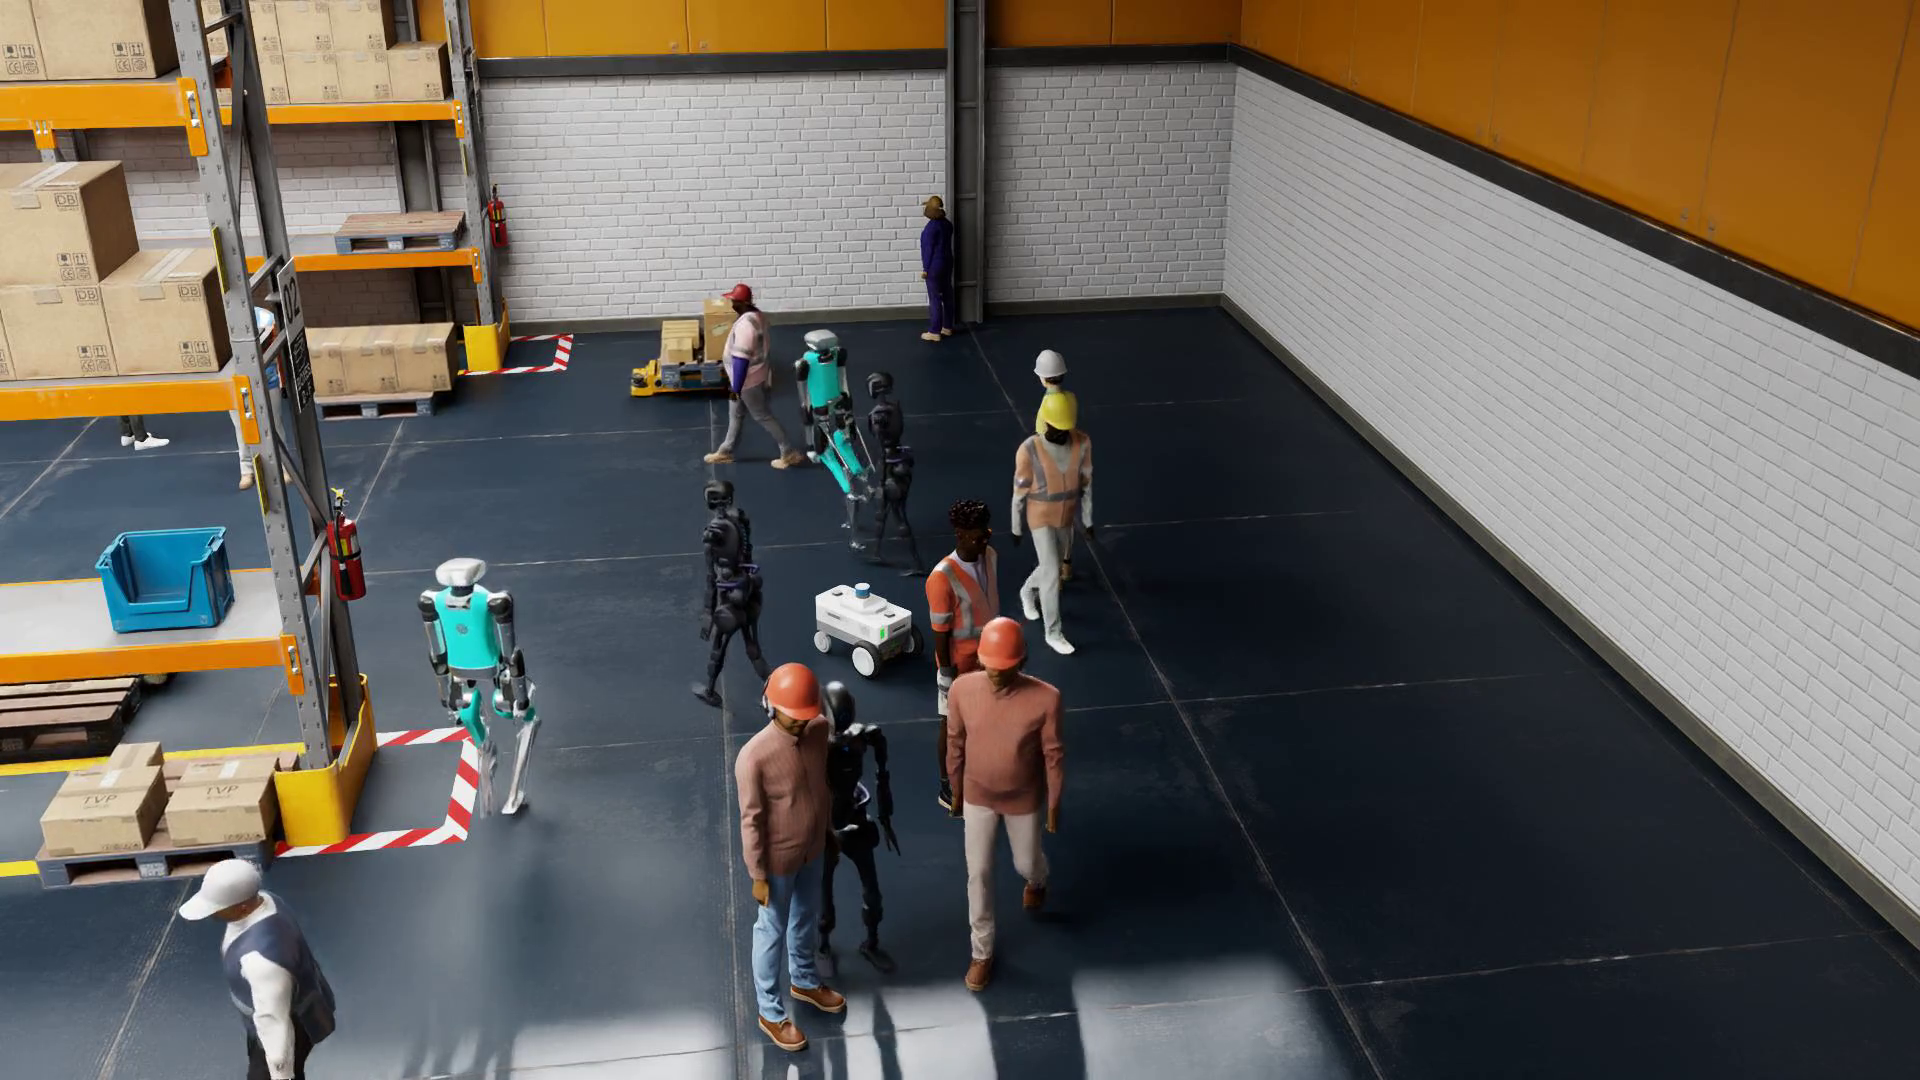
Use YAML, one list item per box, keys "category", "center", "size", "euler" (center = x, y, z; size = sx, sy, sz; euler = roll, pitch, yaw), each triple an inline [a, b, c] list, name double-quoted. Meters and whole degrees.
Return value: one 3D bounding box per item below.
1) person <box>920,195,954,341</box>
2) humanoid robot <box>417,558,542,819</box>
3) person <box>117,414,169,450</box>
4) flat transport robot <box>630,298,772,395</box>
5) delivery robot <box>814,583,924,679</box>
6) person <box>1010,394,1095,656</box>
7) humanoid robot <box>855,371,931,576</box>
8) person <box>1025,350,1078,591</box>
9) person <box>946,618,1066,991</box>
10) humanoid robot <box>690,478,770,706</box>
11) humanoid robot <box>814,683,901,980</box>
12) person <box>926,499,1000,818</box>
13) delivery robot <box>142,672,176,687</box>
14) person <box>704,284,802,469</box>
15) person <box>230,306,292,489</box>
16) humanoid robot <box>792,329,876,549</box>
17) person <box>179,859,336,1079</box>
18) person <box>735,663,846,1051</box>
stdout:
- category: "person"
  center: [-0.270, -3.056, 18.668]
  size: [0.344, 1.623, 0.456]
  euler: [16, 28, 32]
- category: "humanoid robot"
  center: [-2.698, 0.883, 9.676]
  size: [0.538, 1.875, 0.733]
  euler: [2, 24, 5]
- category: "person"
  center: [-7.752, -1.756, 15.407]
  size: [0.505, 1.871, 0.329]
  euler: [17, 29, 34]
- category: "flat transport robot"
  center: [-2.688, -1.716, 17.306]
  size: [1.431, 0.231, 0.659]
  euler: [-3, 24, -7]
- category: "delivery robot"
  center: [-0.661, 0.608, 11.680]
  size: [0.811, 0.613, 0.499]
  euler: [20, 30, 37]
- category: "person"
  center: [0.621, -0.184, 11.805]
  size: [0.582, 1.885, 0.819]
  euler: [-14, 28, -30]
- category: "humanoid robot"
  center: [-0.539, -0.505, 12.820]
  size: [0.626, 1.639, 0.601]
  euler: [4, 24, 10]
- category: "person"
  center: [0.714, -0.515, 12.560]
  size: [0.399, 1.888, 0.473]
  euler: [14, 27, 28]
- category: "person"
  center: [0.237, 1.249, 8.441]
  size: [0.623, 1.971, 0.810]
  euler: [6, 24, 12]
- category: "humanoid robot"
  center: [-1.512, 0.366, 10.836]
  size: [0.687, 1.636, 0.601]
  euler: [9, 25, 20]
- category: "humanoid robot"
  center: [-0.588, 1.460, 8.308]
  size: [0.588, 1.654, 0.368]
  euler: [-13, 27, -27]
- category: "person"
  center: [0.052, 0.671, 9.760]
  size: [0.368, 1.965, 0.605]
  euler: [14, 27, 29]
- category: "delivery robot"
  center: [-5.711, 0.679, 11.483]
  size: [0.785, 0.585, 0.499]
  euler: [0, 24, 0]
- category: "person"
  center: [-1.871, -1.457, 14.924]
  size: [0.910, 1.716, 0.627]
  euler: [1, 24, 2]
- category: "person"
  center: [-6.178, -1.356, 14.530]
  size: [0.622, 1.844, 0.431]
  euler: [-6, 24, -13]
- category: "humanoid robot"
  center: [-0.903, -0.774, 13.361]
  size: [0.814, 1.777, 0.554]
  euler: [20, 31, 38]
- category: "person"
  center: [-2.816, 2.033, 6.938]
  size: [0.583, 1.733, 0.837]
  euler: [-11, 26, -23]
- category: "person"
  center: [-0.789, 1.473, 7.906]
  size: [0.388, 1.988, 0.608]
  euler: [16, 28, 31]
